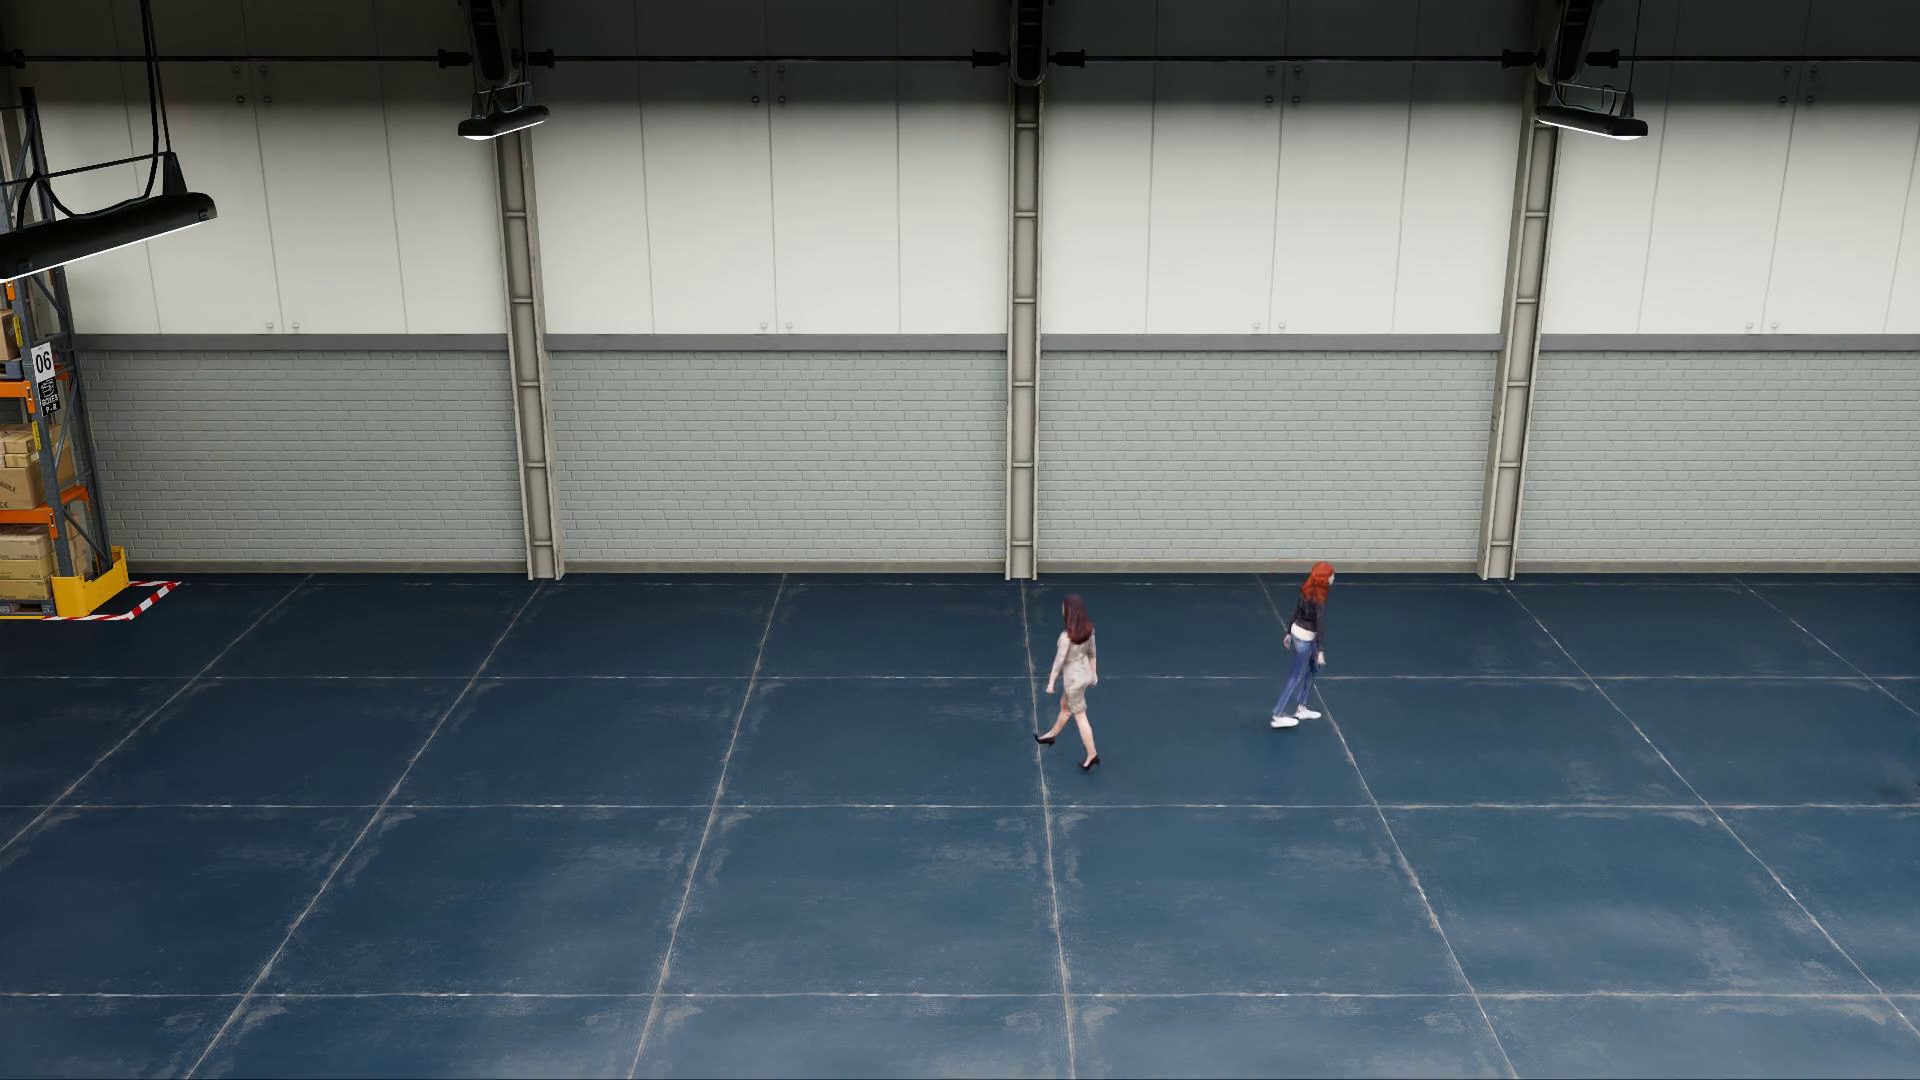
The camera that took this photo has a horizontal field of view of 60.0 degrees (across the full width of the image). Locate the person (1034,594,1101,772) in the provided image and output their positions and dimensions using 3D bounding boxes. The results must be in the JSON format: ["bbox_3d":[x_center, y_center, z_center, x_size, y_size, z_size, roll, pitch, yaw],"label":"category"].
[{"bbox_3d":[1.146,1.366,15.473,1.128,1.704,1.019,14,23,37],"label":"person"}]

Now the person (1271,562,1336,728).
[{"bbox_3d":[3.325,1.050,16.379,0.789,1.744,0.647,-3,18,-10],"label":"person"}]
